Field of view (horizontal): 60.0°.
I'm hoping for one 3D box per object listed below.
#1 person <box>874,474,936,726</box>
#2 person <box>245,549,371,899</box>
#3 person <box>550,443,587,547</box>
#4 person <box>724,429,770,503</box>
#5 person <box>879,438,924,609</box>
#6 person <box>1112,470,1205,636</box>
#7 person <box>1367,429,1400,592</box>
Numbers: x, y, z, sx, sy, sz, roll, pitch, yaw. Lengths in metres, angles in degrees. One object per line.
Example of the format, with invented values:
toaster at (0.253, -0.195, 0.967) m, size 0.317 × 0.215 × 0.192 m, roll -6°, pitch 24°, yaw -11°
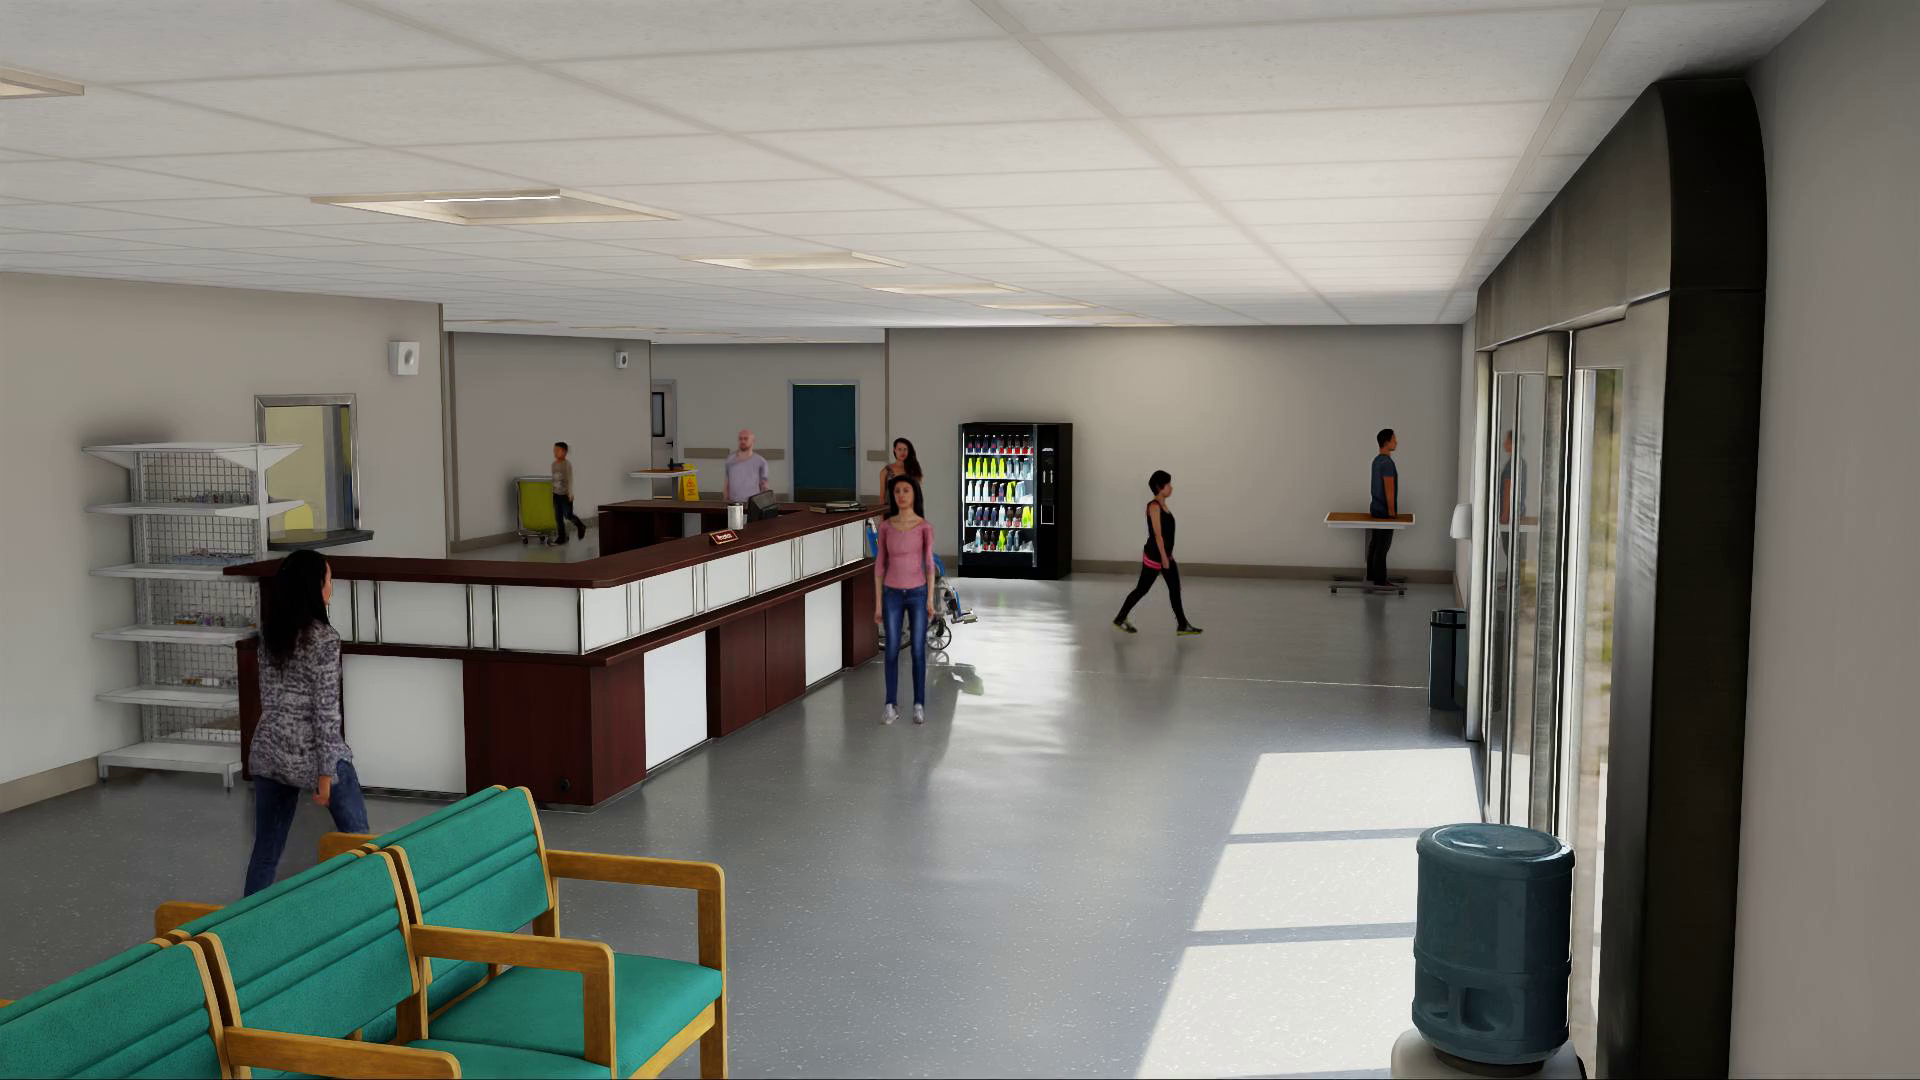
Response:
person at (-0.375, 0.405, 11.585) m, size 0.456 × 1.742 × 0.654 m, roll 1°, pitch 6°, yaw 9°
person at (-2.726, 0.921, 6.682) m, size 0.983 × 1.696 × 0.737 m, roll 2°, pitch 6°, yaw 20°
person at (-5.541, -0.638, 23.418) m, size 0.824 × 1.448 × 0.745 m, roll 3°, pitch 7°, yaw 31°
person at (-2.314, -0.302, 18.207) m, size 0.573 × 1.824 × 0.758 m, roll 1°, pitch 6°, yaw 12°
person at (-0.644, -0.184, 17.320) m, size 0.873 × 1.765 × 0.853 m, roll -1°, pitch 6°, yaw -7°
person at (1.735, 0.150, 15.262) m, size 1.066 × 1.514 × 0.605 m, roll 2°, pitch 6°, yaw 19°
person at (4.771, -0.351, 18.763) m, size 0.638 × 1.809 × 0.715 m, roll 0°, pitch 6°, yaw -1°
